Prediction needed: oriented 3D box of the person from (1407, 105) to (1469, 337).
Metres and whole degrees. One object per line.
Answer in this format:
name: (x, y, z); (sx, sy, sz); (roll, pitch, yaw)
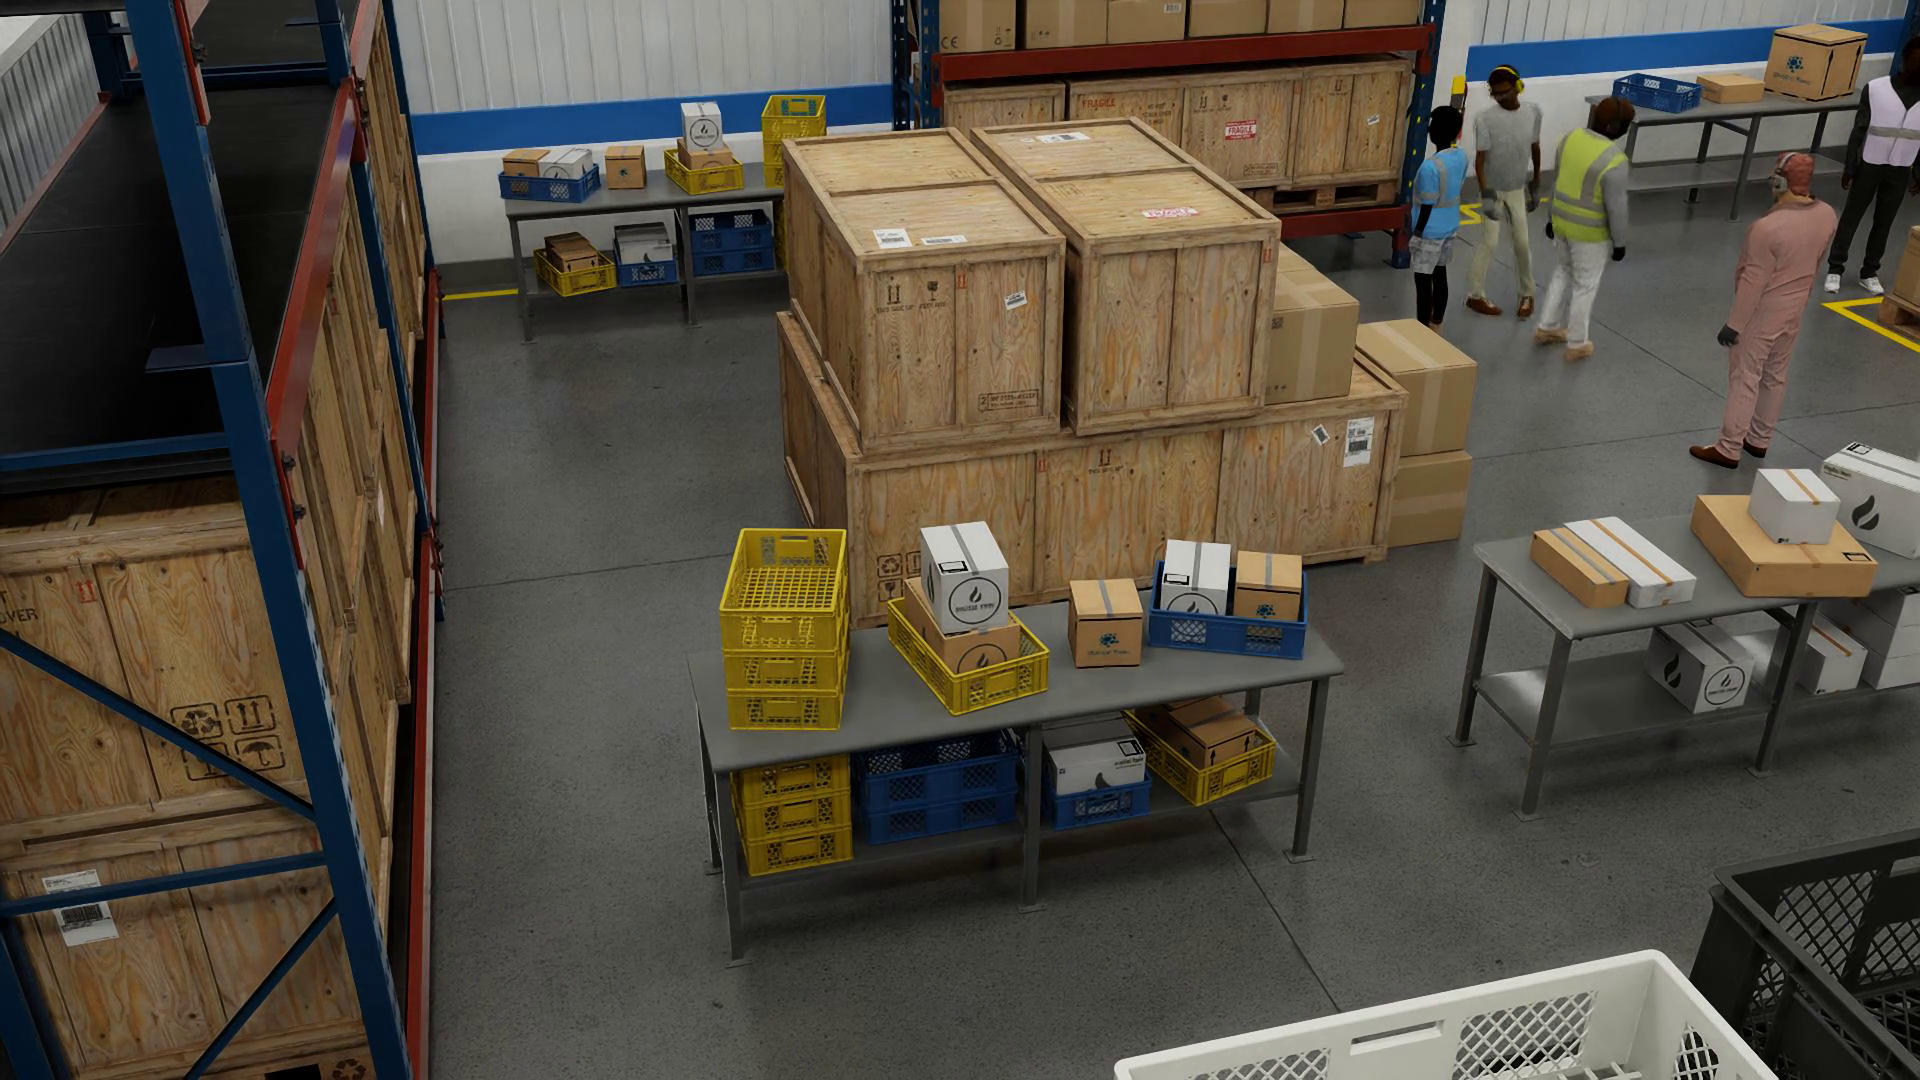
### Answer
person: (3.277, -2.157, 11.533); (0.317, 1.695, 0.540); (23, 36, 35)

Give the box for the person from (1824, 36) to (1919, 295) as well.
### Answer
person: (6.940, -2.803, 12.479); (0.593, 1.922, 0.392); (5, 29, 9)

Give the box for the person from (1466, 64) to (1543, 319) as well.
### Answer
person: (4.006, -2.504, 12.046); (0.653, 1.828, 0.423); (-4, 29, -7)

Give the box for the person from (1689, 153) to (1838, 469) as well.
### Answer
person: (4.763, -1.352, 9.867); (0.636, 1.902, 0.404); (-15, 32, -25)

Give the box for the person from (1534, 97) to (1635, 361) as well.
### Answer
person: (4.261, -2.104, 11.307); (0.475, 1.829, 0.638); (-9, 30, -16)
